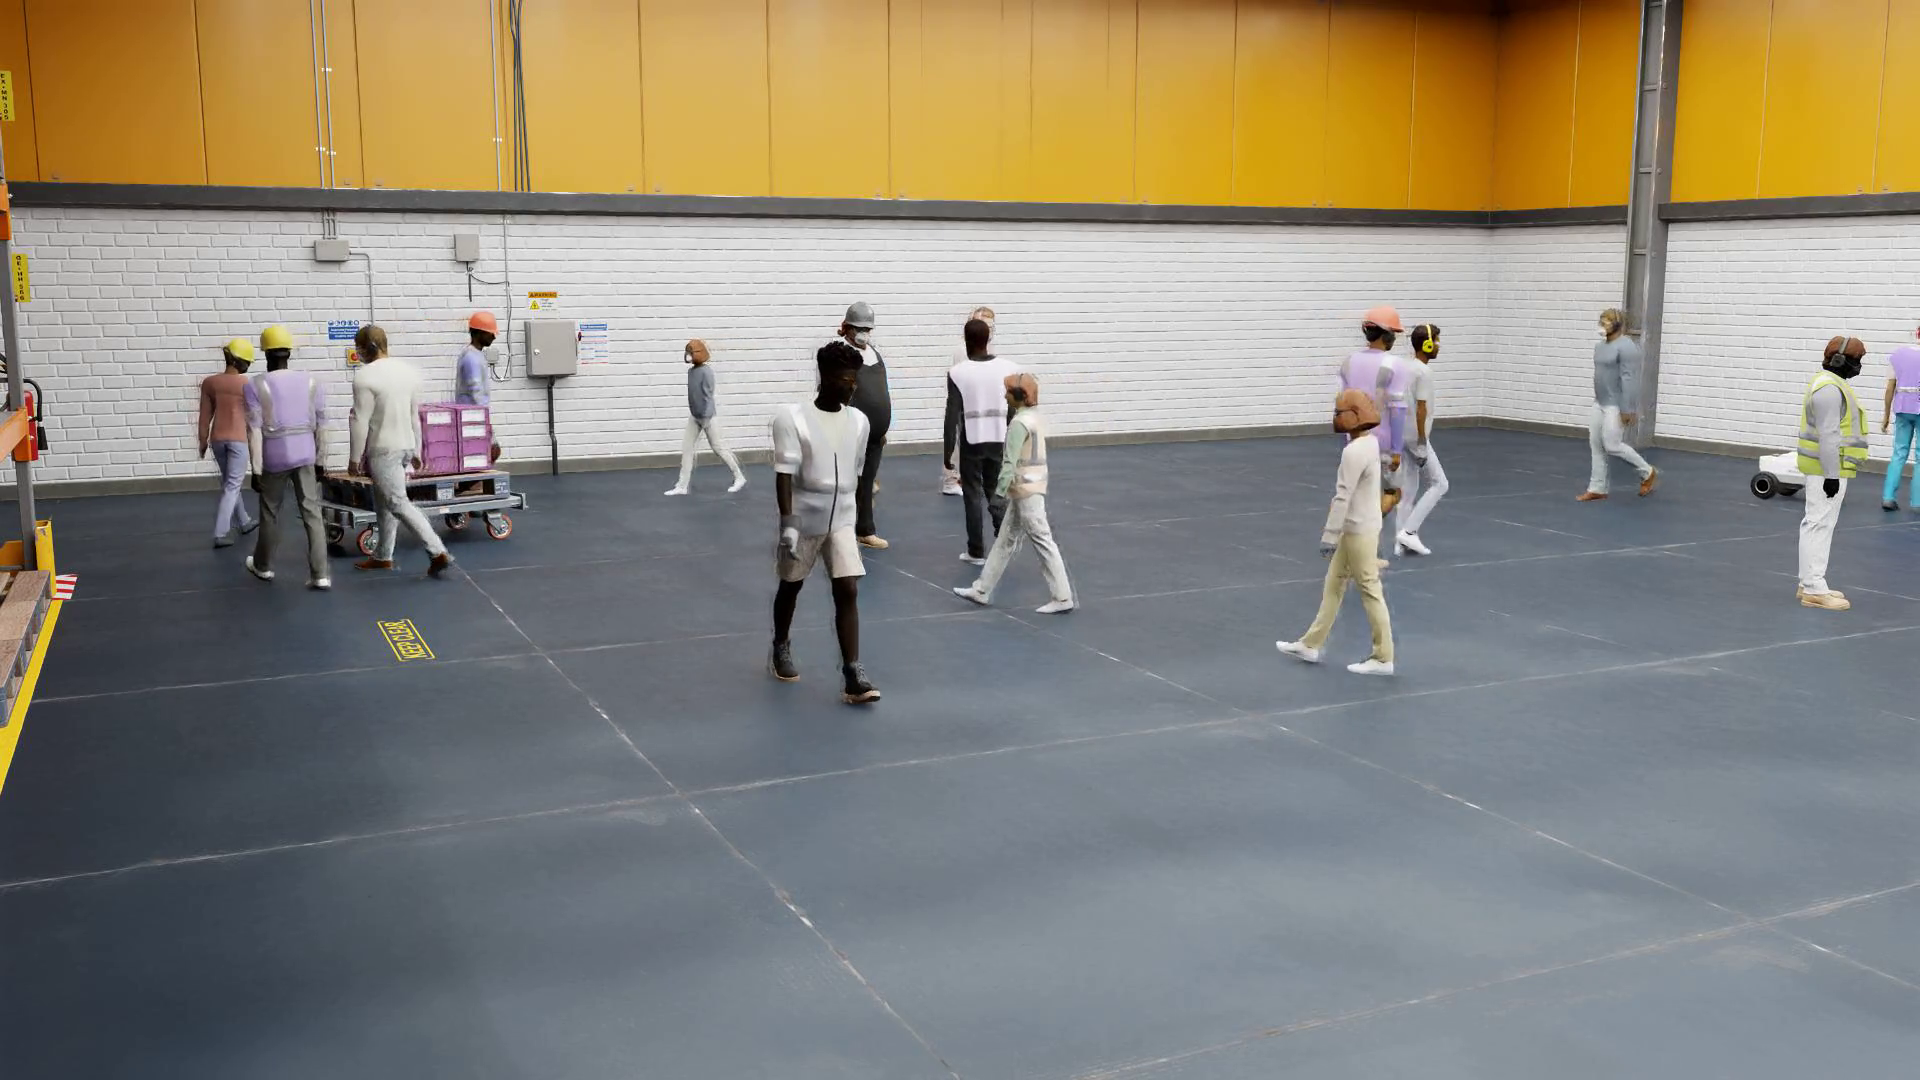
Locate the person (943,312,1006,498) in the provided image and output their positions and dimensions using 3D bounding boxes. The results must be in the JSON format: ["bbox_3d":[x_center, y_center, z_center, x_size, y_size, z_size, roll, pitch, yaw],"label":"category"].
[{"bbox_3d":[0.259,-1.341,16.663,0.975,1.859,0.664,1,9,6],"label":"person"}]

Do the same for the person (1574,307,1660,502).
[{"bbox_3d":[6.460,-1.311,16.292,0.698,1.925,0.636,-1,9,-7],"label":"person"}]

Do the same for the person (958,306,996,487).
[{"bbox_3d":[0.288,-1.474,17.363,0.907,1.903,0.651,2,9,10],"label":"person"}]

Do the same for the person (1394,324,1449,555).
[{"bbox_3d":[3.657,-0.782,13.210,0.419,1.851,0.573,-1,9,-5],"label":"person"}]

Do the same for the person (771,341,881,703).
[{"bbox_3d":[-0.748,-0.108,8.916,0.633,1.902,1.062,-5,10,-28],"label":"person"}]

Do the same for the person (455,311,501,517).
[{"bbox_3d":[-4.425,-1.142,15.267,0.497,1.909,0.568,-2,9,-11],"label":"person"}]

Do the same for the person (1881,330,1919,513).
[{"bbox_3d":[8.974,-1.150,15.612,0.384,1.834,0.636,-7,12,-37],"label":"person"}]

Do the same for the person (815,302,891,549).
[{"bbox_3d":[-0.804,-0.913,13.448,0.536,2.000,0.672,7,12,39],"label":"person"}]

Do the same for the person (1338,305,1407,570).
[{"bbox_3d":[3.052,-0.735,12.417,0.582,2.023,0.614,-7,11,-35],"label":"person"}]

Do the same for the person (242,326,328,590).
[{"bbox_3d":[-4.862,-0.592,11.978,0.617,1.869,1.003,-9,13,-44],"label":"person"}]

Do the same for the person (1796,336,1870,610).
[{"bbox_3d":[5.908,-0.461,11.282,0.429,1.838,0.621,4,10,24],"label":"person"}]

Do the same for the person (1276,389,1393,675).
[{"bbox_3d":[2.124,-0.046,9.398,0.775,1.597,0.527,4,10,23],"label":"person"}]

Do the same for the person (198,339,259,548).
[{"bbox_3d":[-6.036,-0.815,13.893,0.547,1.702,0.885,1,9,9],"label":"person"}]

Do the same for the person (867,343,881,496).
[{"bbox_3d":[-0.980,-1.109,15.765,0.369,1.680,0.547,-1,9,-8],"label":"person"}]

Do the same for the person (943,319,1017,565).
[{"bbox_3d":[0.160,-0.743,12.796,0.626,1.906,0.449,-5,10,-27],"label":"person"}]

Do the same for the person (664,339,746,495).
[{"bbox_3d":[-2.586,-1.256,16.970,0.856,1.593,0.514,-7,11,-36],"label":"person"}]

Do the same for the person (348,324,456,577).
[{"bbox_3d":[-4.159,-0.648,12.297,0.920,1.894,0.631,3,9,15],"label":"person"}]

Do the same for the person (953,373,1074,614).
[{"bbox_3d":[0.381,-0.303,11.038,0.858,1.592,0.527,2,9,12],"label":"person"}]

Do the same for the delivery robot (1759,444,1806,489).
[{"bbox_3d":[8.326,-0.707,16.479,0.477,0.478,0.707,-7,11,-35],"label":"delivery robot"}]
